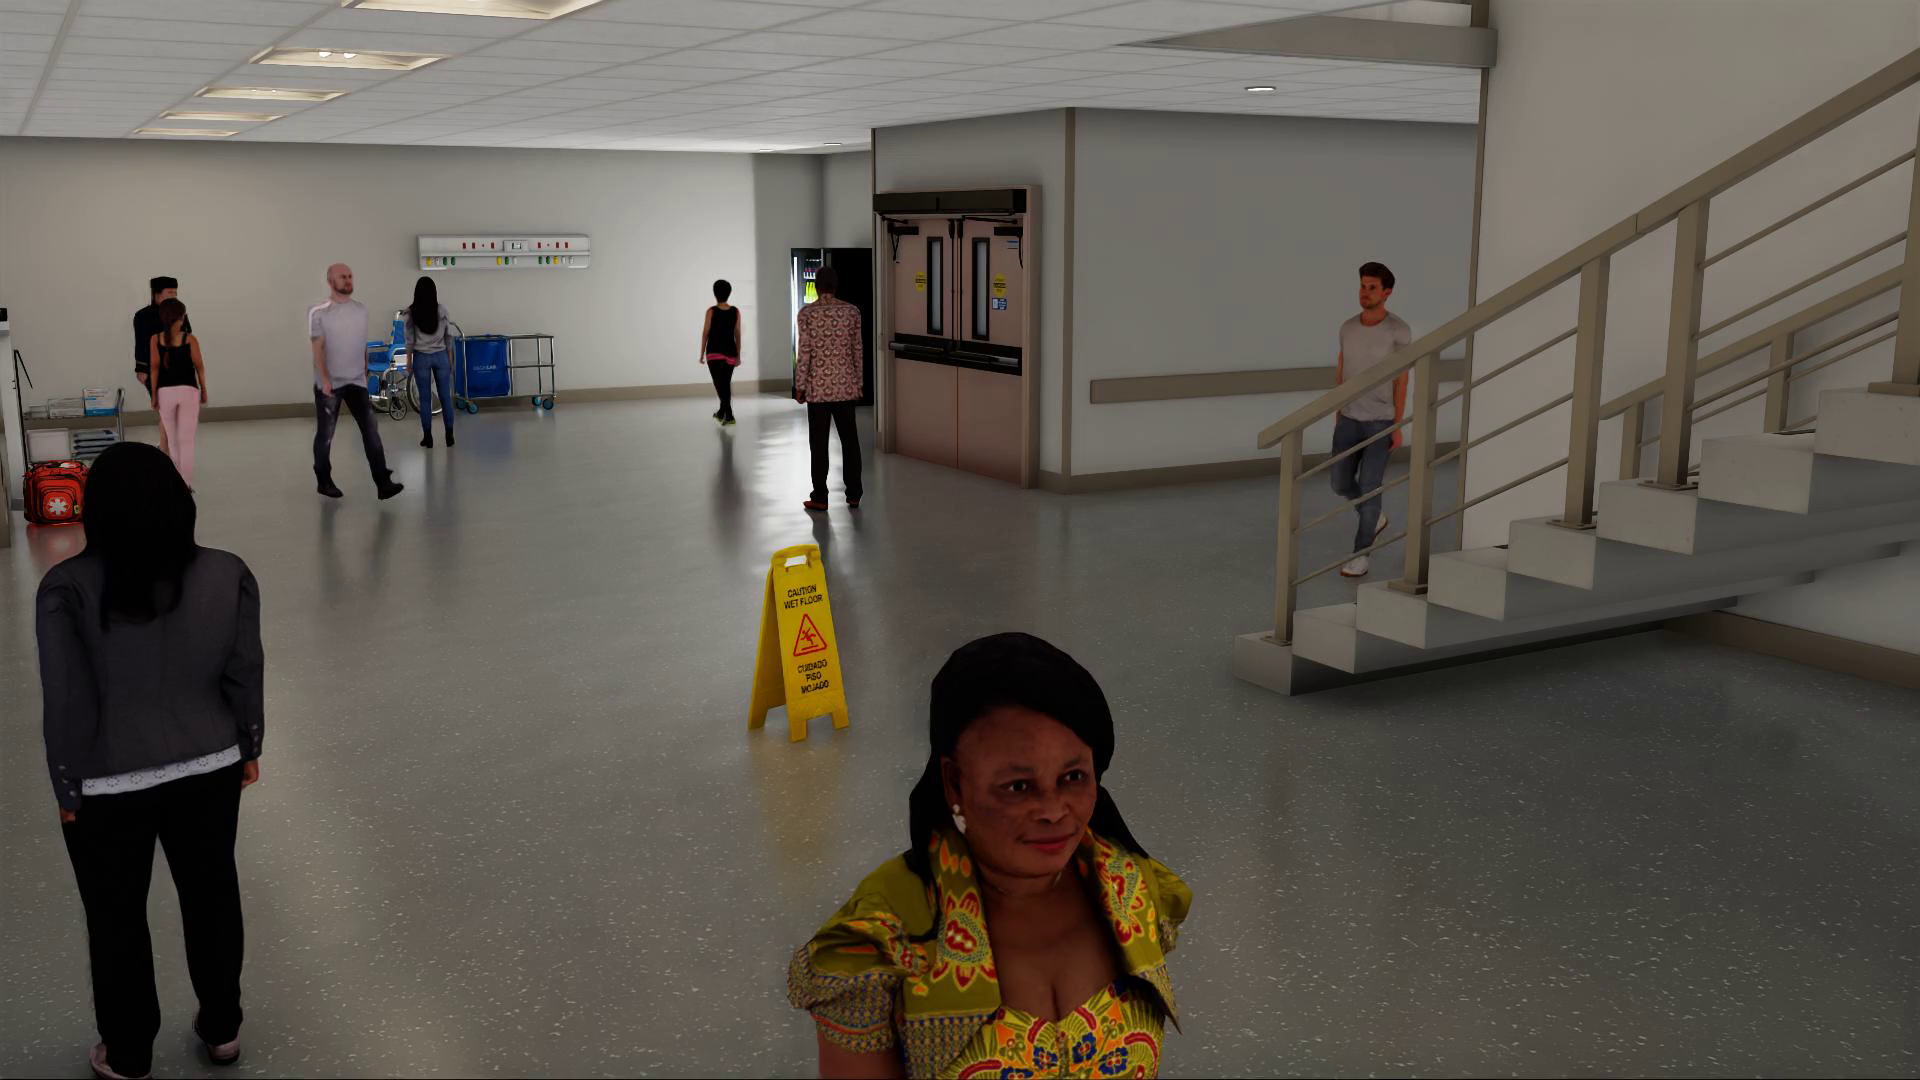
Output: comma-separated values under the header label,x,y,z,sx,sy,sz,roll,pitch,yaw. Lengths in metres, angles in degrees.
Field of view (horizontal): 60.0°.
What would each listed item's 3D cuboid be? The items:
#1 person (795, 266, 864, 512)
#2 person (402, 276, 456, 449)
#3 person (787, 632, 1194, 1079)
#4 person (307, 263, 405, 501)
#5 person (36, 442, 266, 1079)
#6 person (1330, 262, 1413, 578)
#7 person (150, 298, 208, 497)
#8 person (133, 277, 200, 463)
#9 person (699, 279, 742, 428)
label,x,y,z,sx,sy,sz,roll,pitch,yaw
person,-0.964,-1.136,12.436,0.708,1.808,0.626,-4,12,-22
person,-5.069,-1.712,15.943,0.600,1.632,0.503,-6,12,-27
person,0.016,0.908,2.127,0.824,1.636,0.988,-5,12,-25
person,-4.784,-1.177,12.710,1.254,1.787,0.917,10,14,41
person,-1.986,0.554,4.098,0.729,1.597,0.728,-10,15,-42
person,2.524,-0.723,10.069,0.892,1.879,0.866,10,14,41
person,-6.016,-1.055,12.791,0.725,1.516,1.063,-3,11,-14
person,-6.906,-1.422,14.328,0.886,1.664,0.843,5,12,23
person,-2.461,-1.914,17.320,0.547,1.516,1.004,-6,12,-29
